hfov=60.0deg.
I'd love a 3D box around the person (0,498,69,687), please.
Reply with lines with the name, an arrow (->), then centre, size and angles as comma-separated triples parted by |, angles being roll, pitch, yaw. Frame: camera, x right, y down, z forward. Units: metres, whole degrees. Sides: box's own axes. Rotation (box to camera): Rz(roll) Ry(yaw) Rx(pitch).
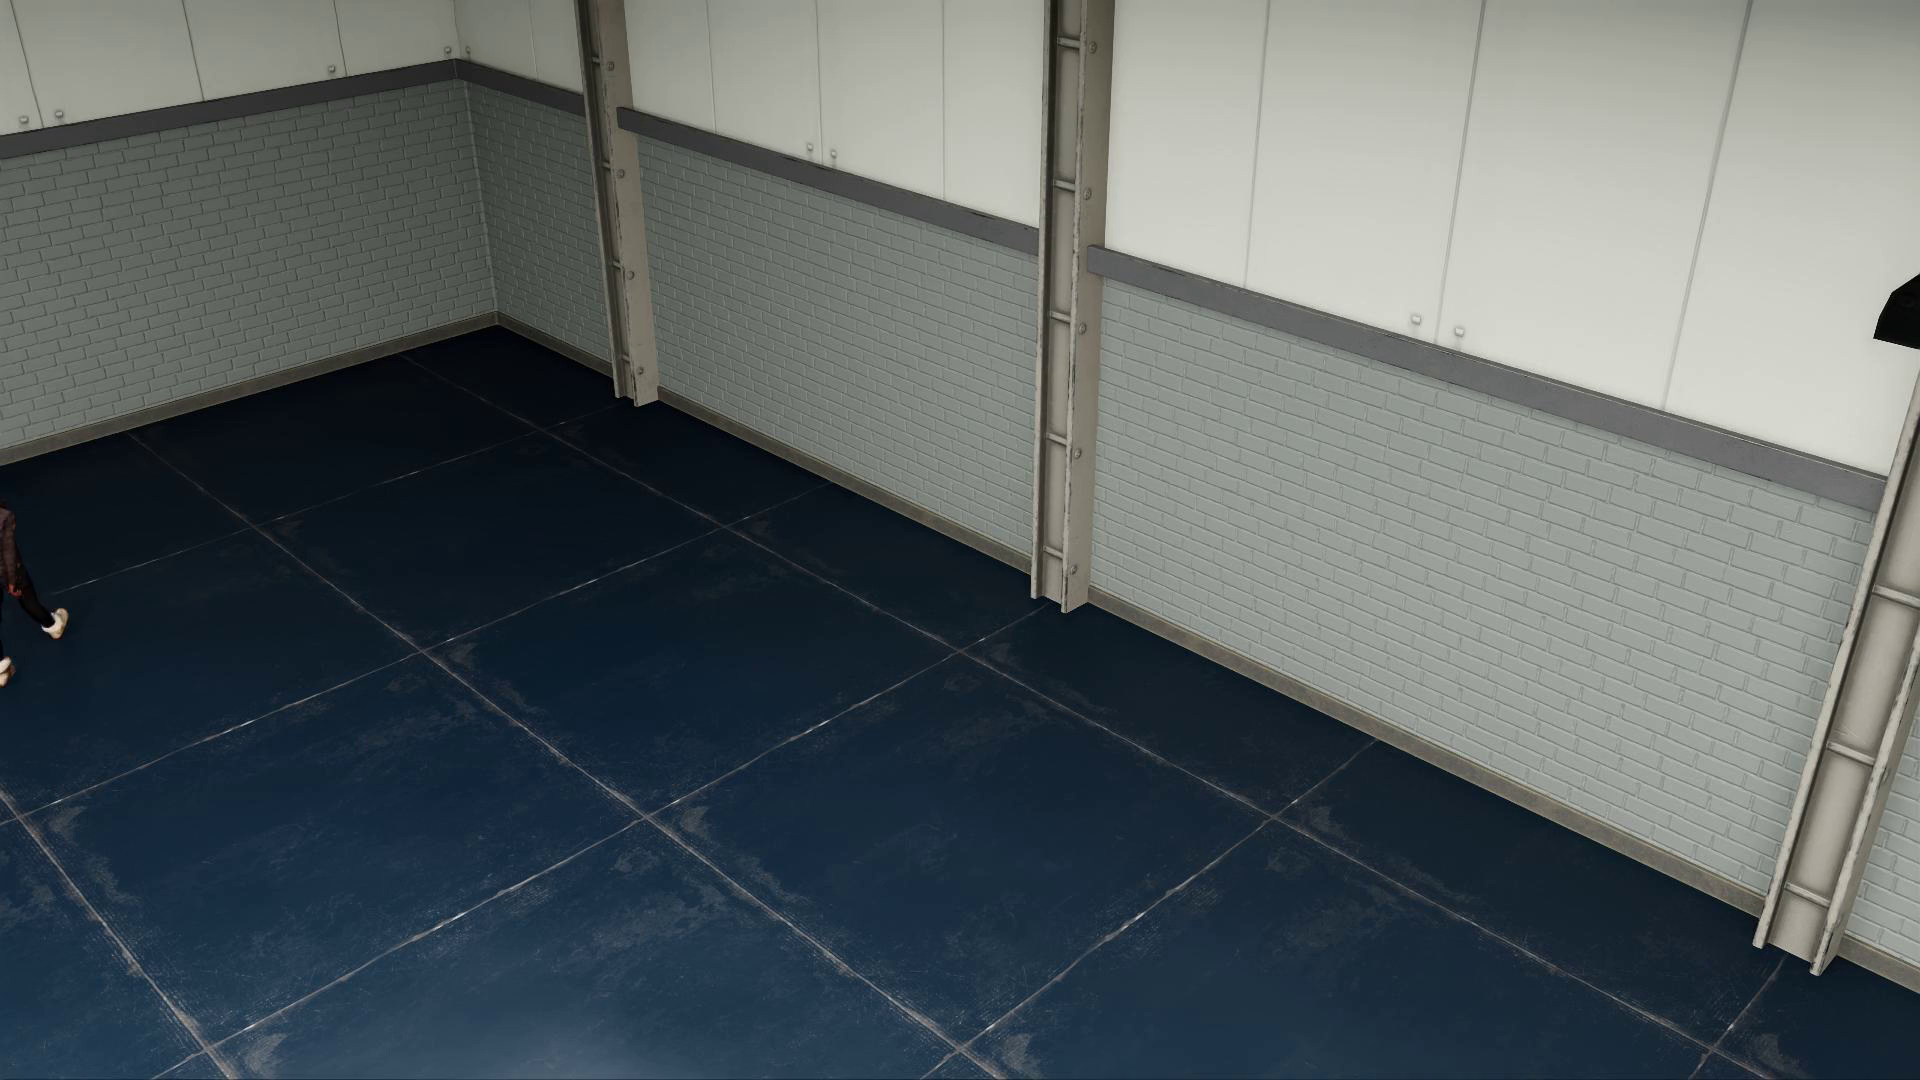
person -> -7.256, 0.215, 12.620 | 1.158, 1.628, 0.973 | -22, 35, -35
